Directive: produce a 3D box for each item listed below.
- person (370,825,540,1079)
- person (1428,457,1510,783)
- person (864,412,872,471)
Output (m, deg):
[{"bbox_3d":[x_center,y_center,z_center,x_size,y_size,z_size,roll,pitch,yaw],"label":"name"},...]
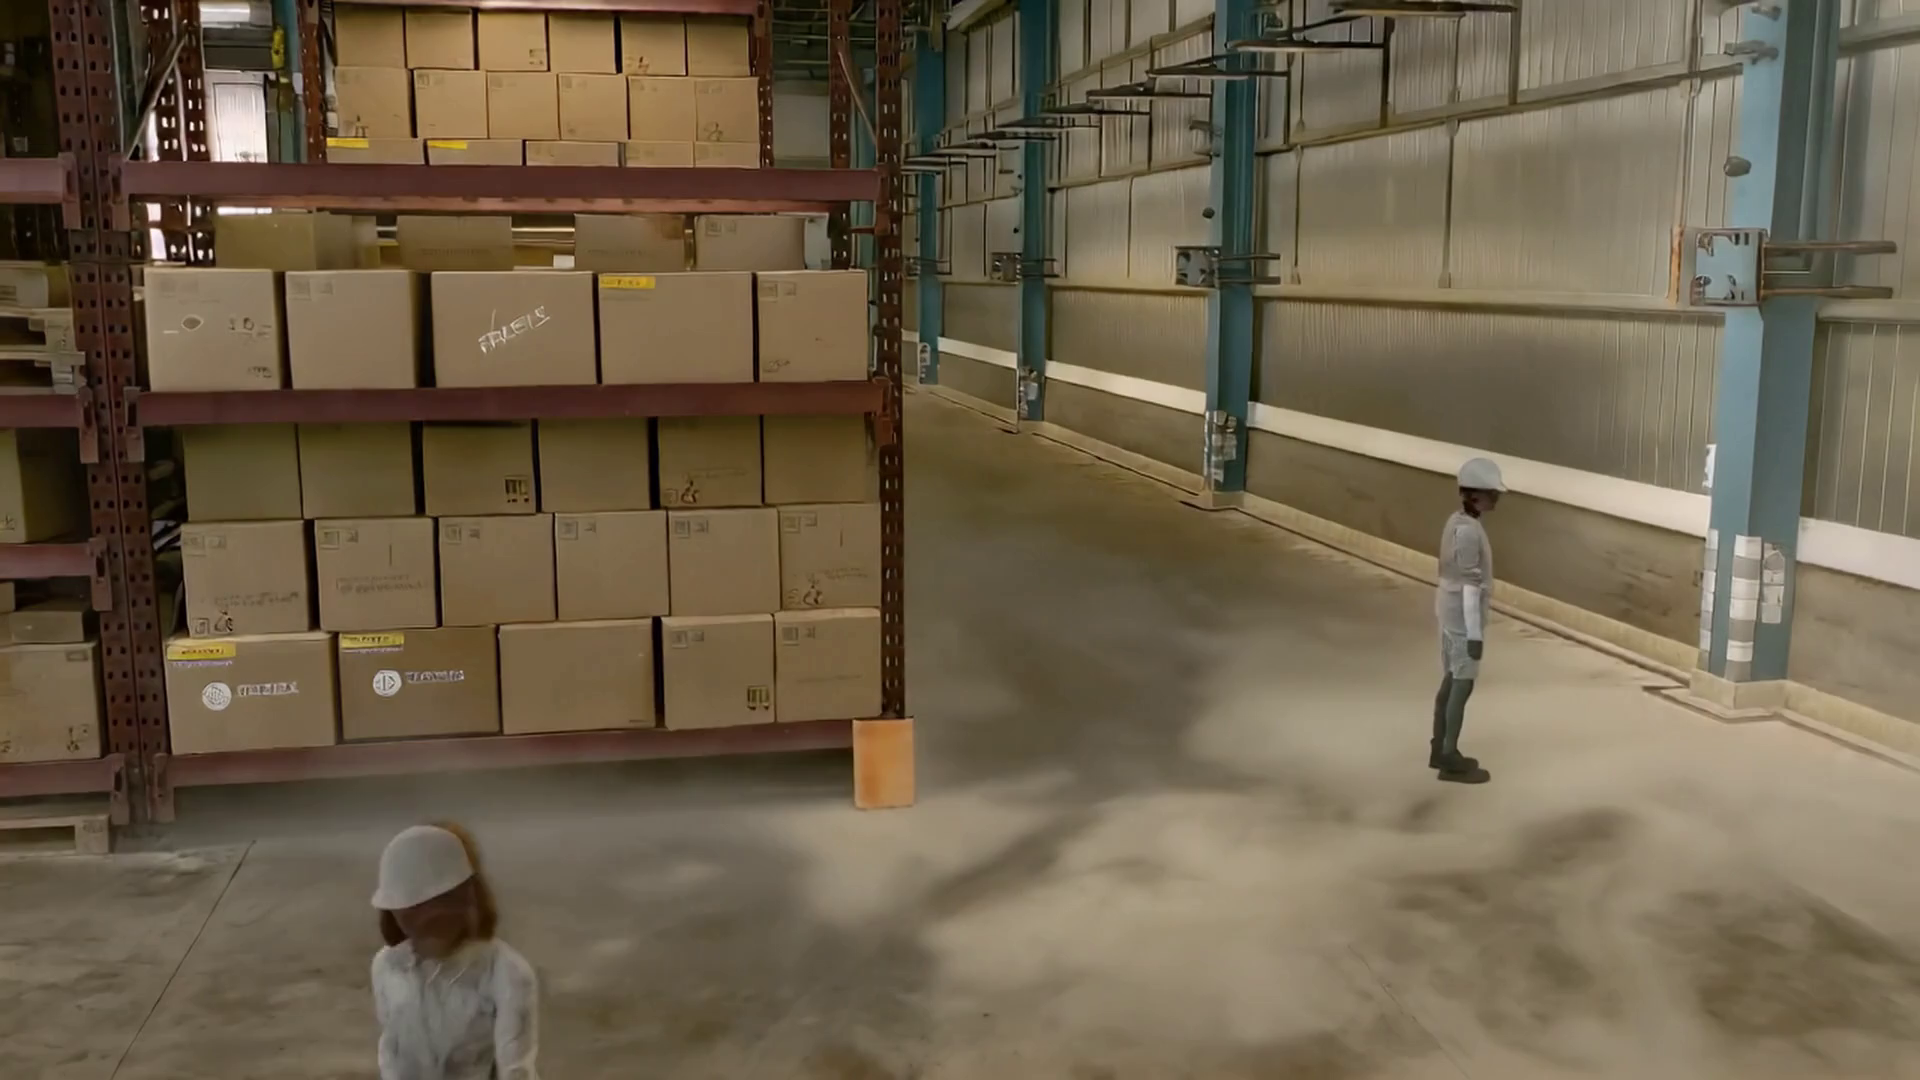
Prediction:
[{"bbox_3d":[-1.211,1.502,4.186,0.488,1.715,0.753,3,10,17],"label":"person"},{"bbox_3d":[3.009,0.473,9.834,0.390,1.930,0.541,1,9,8],"label":"person"},{"bbox_3d":[-1.411,-1.317,21.054,0.606,1.817,0.627,0,9,-2],"label":"person"}]
